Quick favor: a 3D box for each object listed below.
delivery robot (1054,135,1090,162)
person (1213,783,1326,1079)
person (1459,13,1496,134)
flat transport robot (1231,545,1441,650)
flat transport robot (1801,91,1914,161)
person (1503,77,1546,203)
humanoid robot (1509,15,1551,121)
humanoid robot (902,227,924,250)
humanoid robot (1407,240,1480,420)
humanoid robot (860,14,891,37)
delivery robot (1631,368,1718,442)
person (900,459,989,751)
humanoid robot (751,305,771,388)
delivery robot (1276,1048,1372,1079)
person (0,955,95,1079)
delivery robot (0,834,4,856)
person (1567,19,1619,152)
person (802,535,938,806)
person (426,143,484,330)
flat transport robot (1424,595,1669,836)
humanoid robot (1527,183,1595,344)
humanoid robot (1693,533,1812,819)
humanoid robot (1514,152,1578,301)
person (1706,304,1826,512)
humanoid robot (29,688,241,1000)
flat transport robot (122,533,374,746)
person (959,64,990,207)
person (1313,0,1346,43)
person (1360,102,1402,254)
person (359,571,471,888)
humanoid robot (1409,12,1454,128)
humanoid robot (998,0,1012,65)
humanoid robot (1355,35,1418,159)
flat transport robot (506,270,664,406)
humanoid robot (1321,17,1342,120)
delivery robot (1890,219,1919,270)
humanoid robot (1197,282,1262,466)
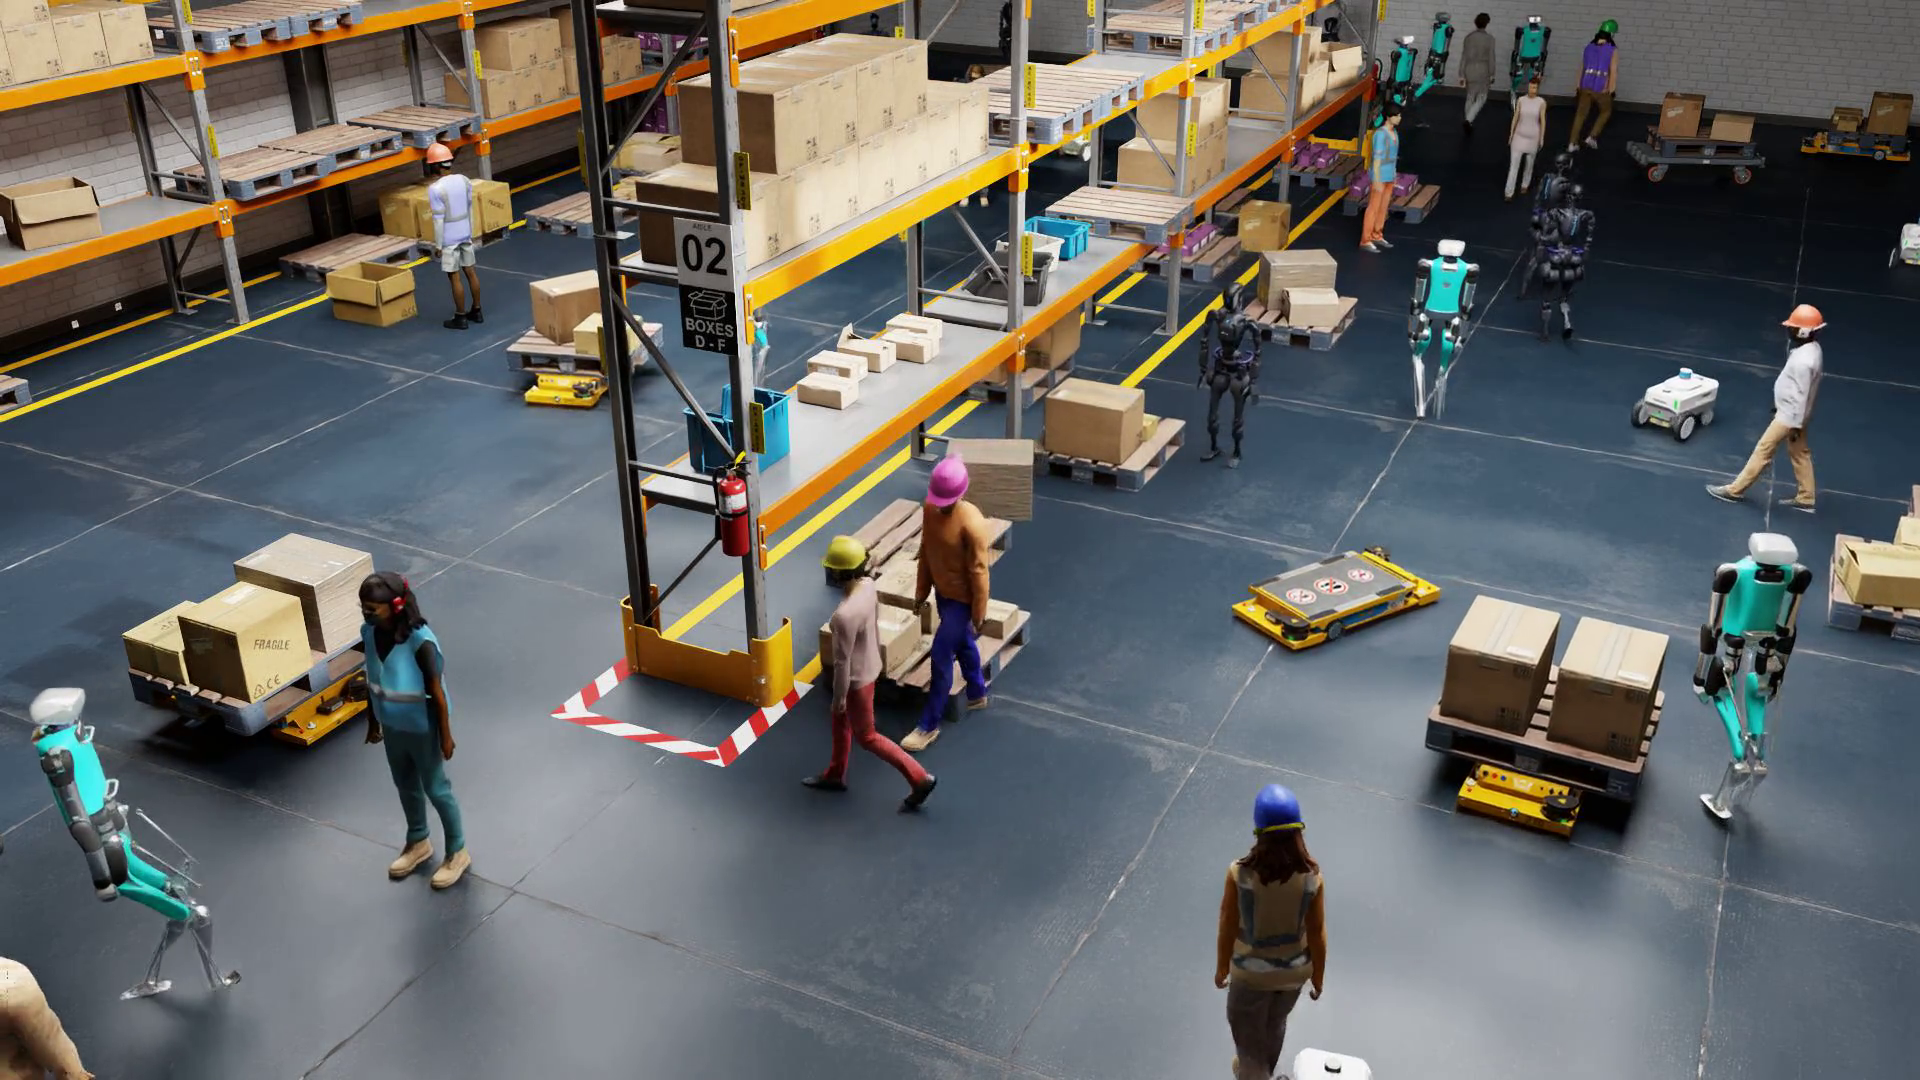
[{"bbox_3d":[1.754,-5.826,24.243,0.499,0.611,0.804,17,31,30],"label":"delivery robot"},{"bbox_3d":[1.368,1.921,7.244,0.472,1.737,0.715,-3,27,-7],"label":"person"},{"bbox_3d":[7.885,-7.110,25.400,0.518,1.810,0.691,22,34,37],"label":"person"},{"bbox_3d":[2.714,0.404,11.963,1.431,0.231,0.659,-16,30,-29],"label":"flat transport robot"},{"bbox_3d":[13.185,-5.791,24.475,1.431,0.231,0.659,12,29,23],"label":"flat transport robot"},{"bbox_3d":[7.489,-5.308,21.990,0.461,1.602,0.894,11,28,21],"label":"person"},{"bbox_3d":[8.777,-7.294,25.888,0.544,1.790,0.797,2,26,5],"label":"humanoid robot"},{"bbox_3d":[-0.512,-3.926,19.075,0.530,1.750,0.963,3,27,7],"label":"humanoid robot"},{"bbox_3d":[4.292,-1.863,14.974,0.541,1.844,0.784,6,27,12],"label":"humanoid robot"},{"bbox_3d":[-1.339,-7.460,26.261,0.615,1.643,0.369,-4,27,-8],"label":"humanoid robot"},{"bbox_3d":[6.468,-1.244,14.966,0.774,0.592,0.499,-18,32,-33],"label":"delivery robot"},{"bbox_3d":[-0.094,0.368,10.170,0.887,1.923,0.497,-16,31,-29],"label":"person"},{"bbox_3d":[-1.972,-2.173,15.507,0.530,1.766,0.767,11,28,22],"label":"humanoid robot"},{"bbox_3d":[1.588,2.587,7.252,0.499,0.614,0.815,8,27,15],"label":"delivery robot"},{"bbox_3d":[-3.818,2.105,6.745,0.593,1.841,0.862,5,27,9],"label":"person"},{"bbox_3d":[-5.789,1.589,9.214,0.739,0.566,0.499,12,29,23],"label":"delivery robot"},{"bbox_3d":[9.295,-6.617,24.299,0.513,1.903,0.567,-21,33,-36],"label":"person"},{"bbox_3d":[-0.538,0.770,9.569,0.800,1.737,0.529,5,27,10],"label":"person"},{"bbox_3d":[-5.267,-3.147,17.260,0.357,1.935,0.542,13,29,25],"label":"person"},{"bbox_3d":[3.550,1.285,10.182,0.659,0.231,1.431,14,29,26],"label":"flat transport robot"},{"bbox_3d":[6.085,-2.781,16.815,0.584,1.647,0.437,-2,26,-3],"label":"humanoid robot"},{"bbox_3d":[4.469,0.886,9.349,0.543,1.809,0.711,-1,26,-2],"label":"humanoid robot"},{"bbox_3d":[6.475,-3.423,18.133,0.699,1.634,0.607,-11,28,-21],"label":"humanoid robot"},{"bbox_3d":[6.592,-1.053,13.288,0.822,1.706,0.582,16,30,28],"label":"person"},{"bbox_3d":[-3.924,1.503,8.166,0.830,1.842,0.553,-10,28,-19],"label":"humanoid robot"},{"bbox_3d":[-4.555,0.952,10.855,1.431,0.231,0.659,12,29,23],"label":"flat transport robot"},{"bbox_3d":[0.206,-5.255,21.623,0.505,1.841,0.346,-1,26,-1],"label":"person"},{"bbox_3d":[6.080,-8.308,27.722,0.638,1.903,0.413,0,26,1],"label":"person"},{"bbox_3d":[5.056,-4.323,19.825,0.319,1.762,0.501,20,33,35],"label":"person"},{"bbox_3d":[-2.962,1.007,8.962,0.533,1.862,0.405,12,29,23],"label":"person"},{"bbox_3d":[7.187,-7.206,25.729,0.711,1.835,0.532,-5,27,-9],"label":"humanoid robot"},{"bbox_3d":[0.872,-8.655,28.675,0.354,1.643,0.614,21,33,36],"label":"humanoid robot"},{"bbox_3d":[6.110,-6.480,24.243,0.535,1.771,0.972,-22,34,-37],"label":"humanoid robot"},{"bbox_3d":[-3.616,-1.645,16.101,0.659,0.231,1.431,5,27,10],"label":"flat transport robot"},{"bbox_3d":[5.810,-7.396,26.192,0.772,1.634,0.608,-13,29,-25],"label":"humanoid robot"},{"bbox_3d":[11.170,-3.436,19.398,0.499,0.597,0.779,12,29,23],"label":"delivery robot"},{"bbox_3d":[2.290,-1.405,14.062,0.589,1.655,0.407,16,30,29],"label":"humanoid robot"}]
